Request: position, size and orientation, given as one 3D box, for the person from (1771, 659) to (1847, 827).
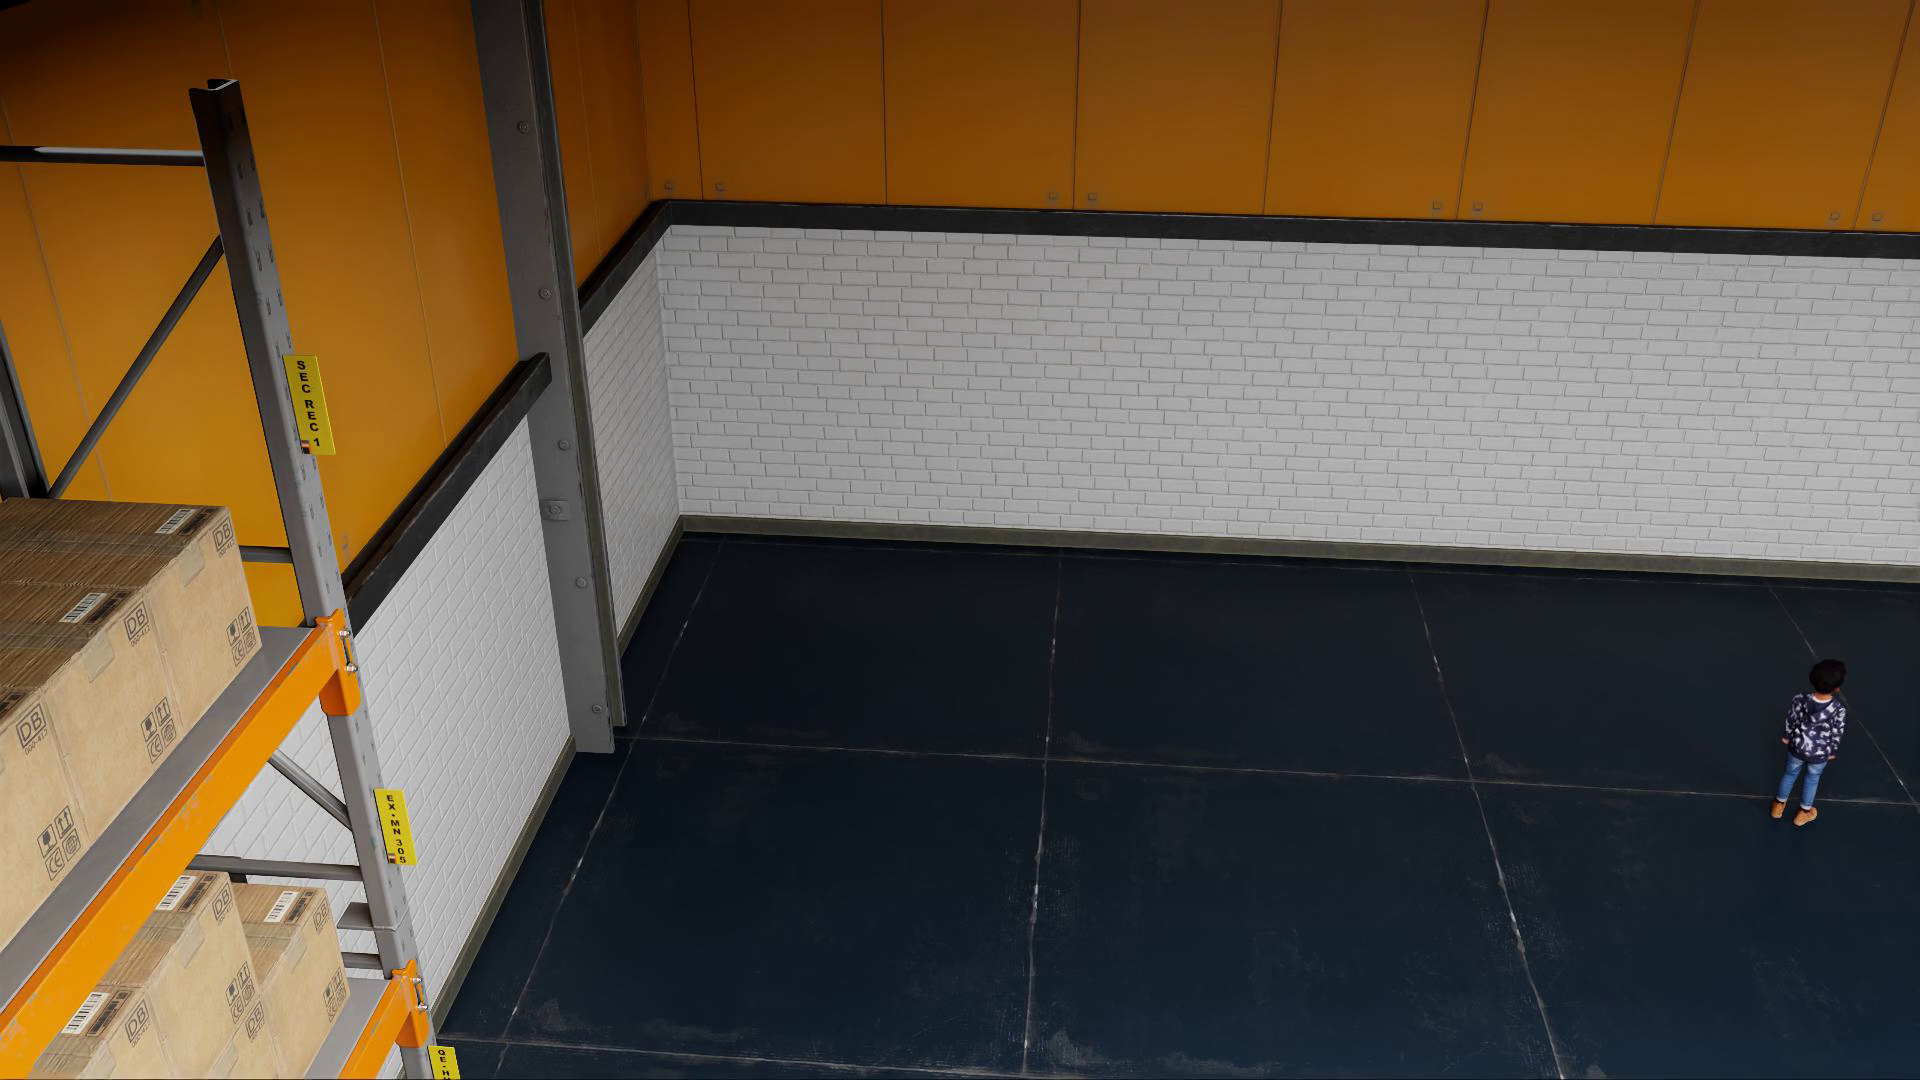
[{"bbox_3d":[5.654,1.333,11.050,0.587,1.251,0.633,22,35,34],"label":"person"}]
